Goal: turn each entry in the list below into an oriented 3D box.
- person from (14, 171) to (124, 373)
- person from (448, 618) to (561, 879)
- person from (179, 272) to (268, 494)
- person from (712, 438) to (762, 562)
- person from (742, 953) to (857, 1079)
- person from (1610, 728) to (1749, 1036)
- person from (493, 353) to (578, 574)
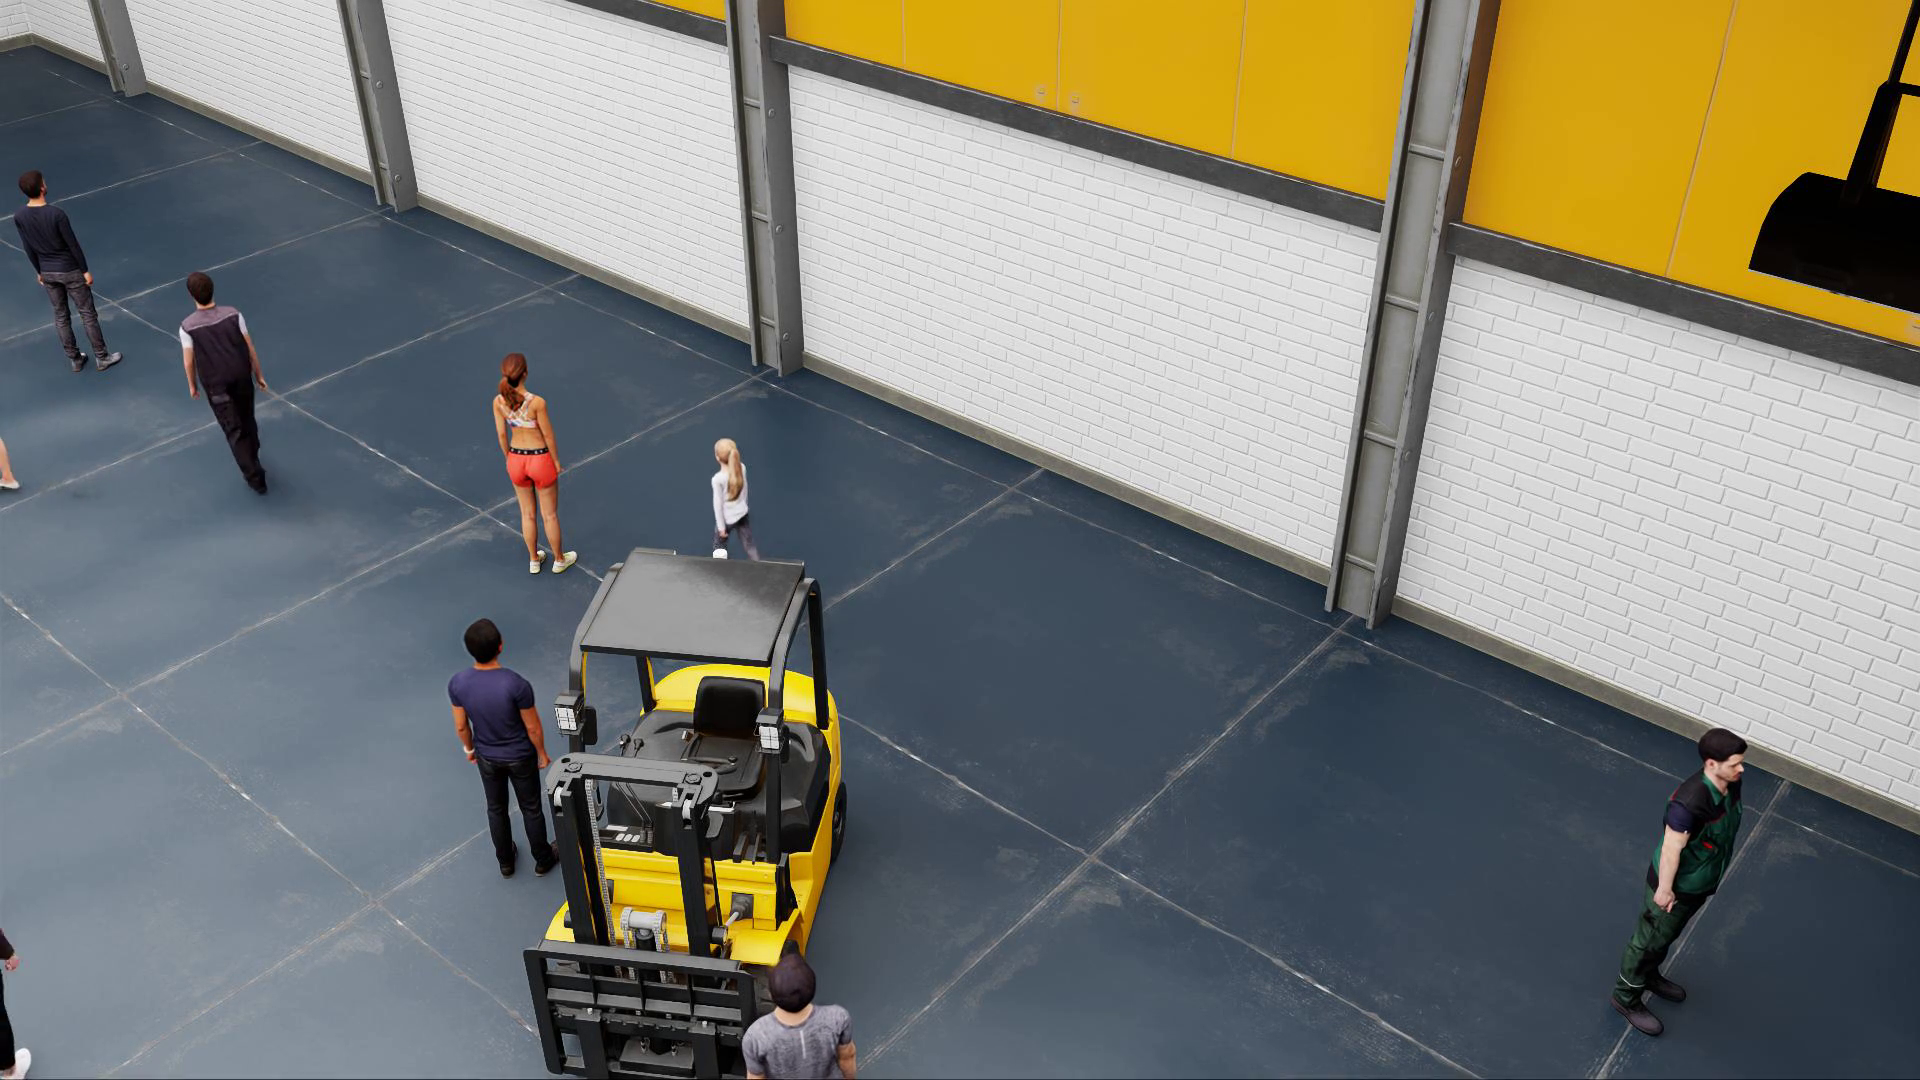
[{"bbox_3d":[-8.024,-2.390,14.852,0.695,1.871,0.770,0,34,-1],"label":"person"},{"bbox_3d":[-2.606,1.213,9.502,0.686,1.793,0.770,0,34,0],"label":"person"},{"bbox_3d":[-5.738,-1.200,13.105,0.817,1.824,1.076,-24,40,-31],"label":"person"},{"bbox_3d":[-1.595,-0.134,12.022,0.565,1.247,0.928,-28,43,-35],"label":"person"},{"bbox_3d":[-0.701,2.541,7.433,0.742,1.871,0.745,-10,35,-15],"label":"person"},{"bbox_3d":[3.744,1.728,8.631,0.574,1.901,0.676,28,42,35],"label":"person"},{"bbox_3d":[-3.132,-0.546,12.150,0.652,1.792,0.740,5,34,7],"label":"person"}]
